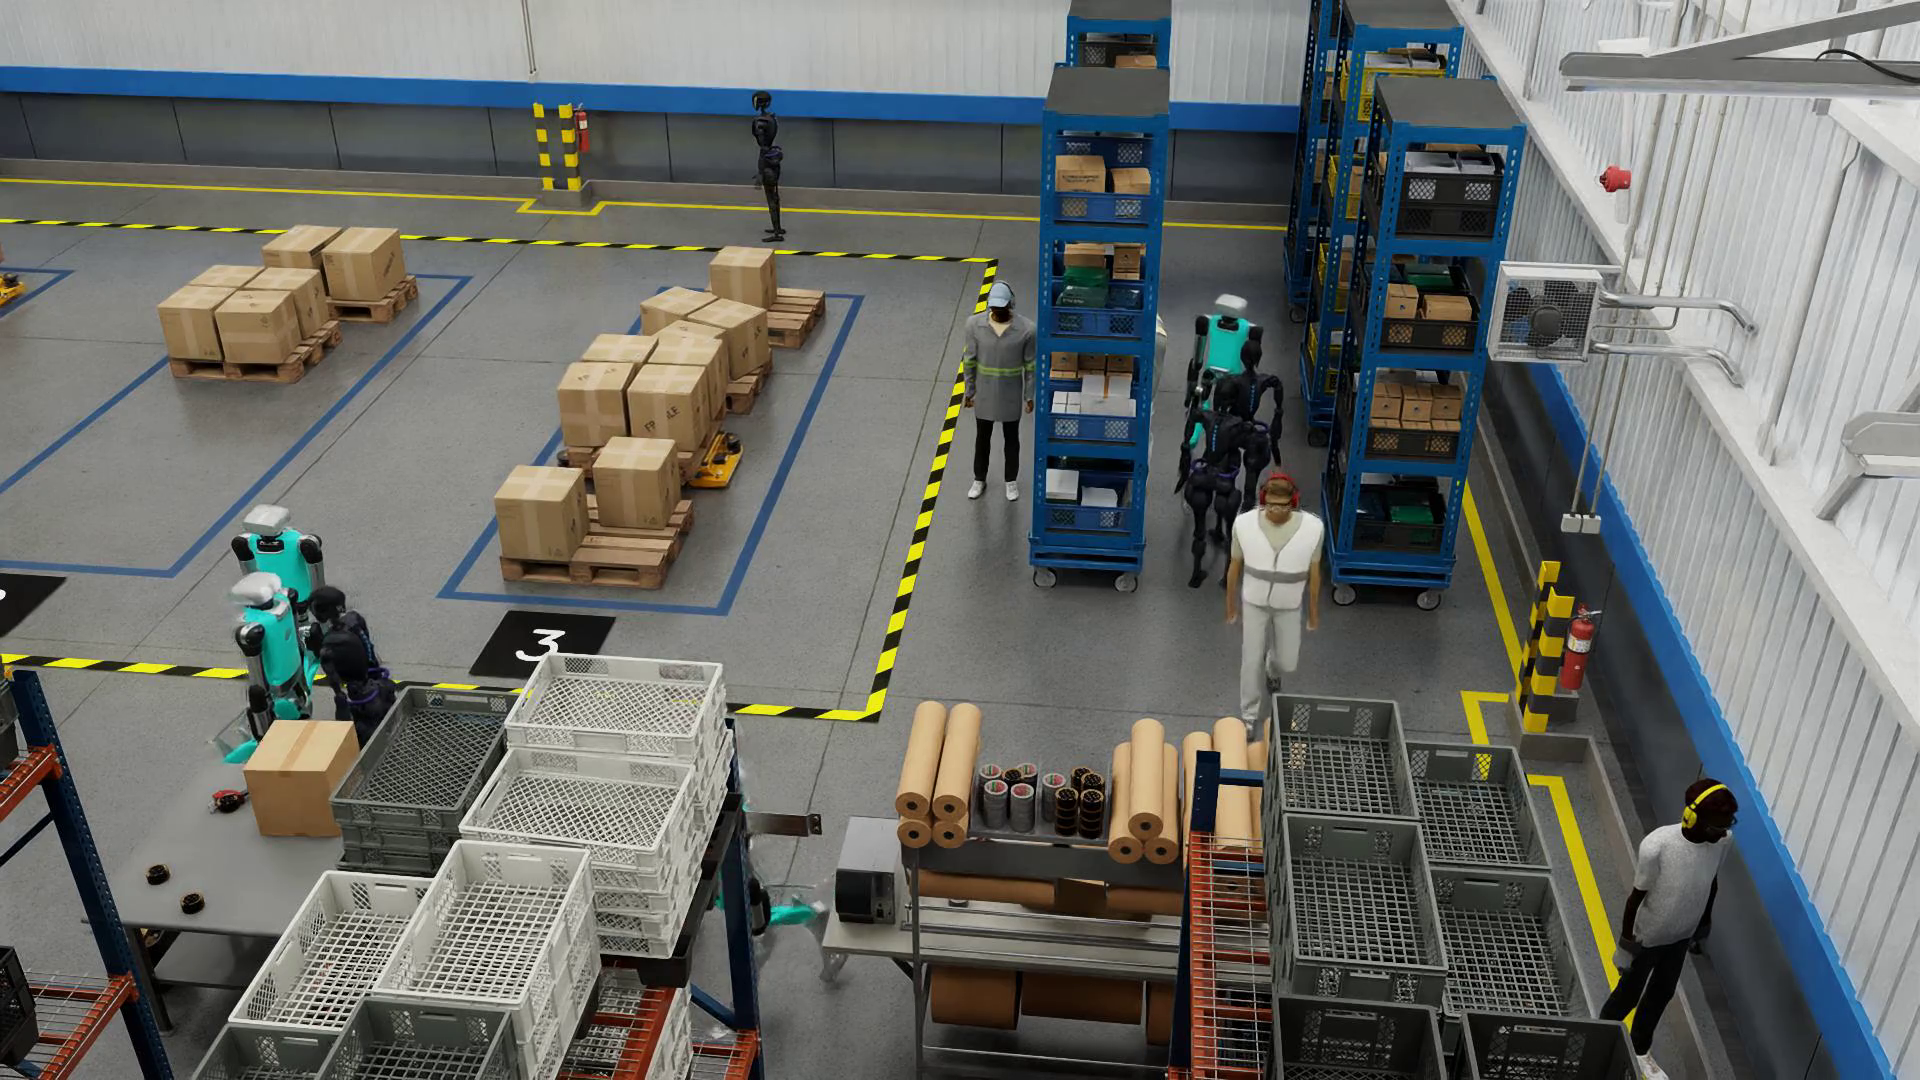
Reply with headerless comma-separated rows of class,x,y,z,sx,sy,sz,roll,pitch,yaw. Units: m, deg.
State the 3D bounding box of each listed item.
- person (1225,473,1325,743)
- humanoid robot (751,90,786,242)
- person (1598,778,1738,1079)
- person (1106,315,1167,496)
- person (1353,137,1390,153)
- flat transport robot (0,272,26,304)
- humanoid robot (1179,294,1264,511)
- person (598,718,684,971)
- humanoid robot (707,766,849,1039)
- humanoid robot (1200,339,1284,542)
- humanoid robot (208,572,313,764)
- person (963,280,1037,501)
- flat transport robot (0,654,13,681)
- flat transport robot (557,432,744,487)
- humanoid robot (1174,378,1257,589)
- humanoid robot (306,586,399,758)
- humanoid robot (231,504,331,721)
person,1.961,0.387,10.455,0.592,1.827,0.537,4,30,7
humanoid robot,-2.124,-4.127,18.348,0.315,1.657,0.599,2,30,4
person,3.335,1.880,7.868,0.513,1.857,0.335,-9,31,-15
person,1.355,-1.198,13.169,0.429,1.844,0.625,-12,32,-19
person,4.426,-3.976,17.922,0.505,1.864,0.313,10,32,17
flat transport robot,-10.476,-2.575,17.068,1.431,0.197,0.652,3,30,6
humanoid robot,1.941,-0.954,12.851,0.545,1.759,0.844,12,32,20
person,-1.677,1.541,8.453,0.646,1.851,0.966,16,34,25
humanoid robot,-0.897,1.678,8.352,0.956,1.766,0.553,-23,37,-34
humanoid robot,2.126,-0.713,12.500,0.613,1.643,0.358,-2,30,-4
humanoid robot,-4.039,0.959,9.510,0.666,1.743,0.543,3,30,5
person,0.307,-1.169,13.108,0.588,1.853,0.393,5,31,8
flat transport robot,-7.142,0.969,11.010,1.431,0.231,0.659,3,30,6
flat transport robot,-2.580,-0.709,13.863,1.431,0.197,0.652,3,30,6
humanoid robot,1.830,-0.397,11.952,0.610,1.654,0.317,14,33,22
humanoid robot,-3.466,0.973,9.612,0.589,1.631,0.613,1,30,2
humanoid robot,-4.067,0.661,9.945,0.533,1.677,0.735,3,30,5
